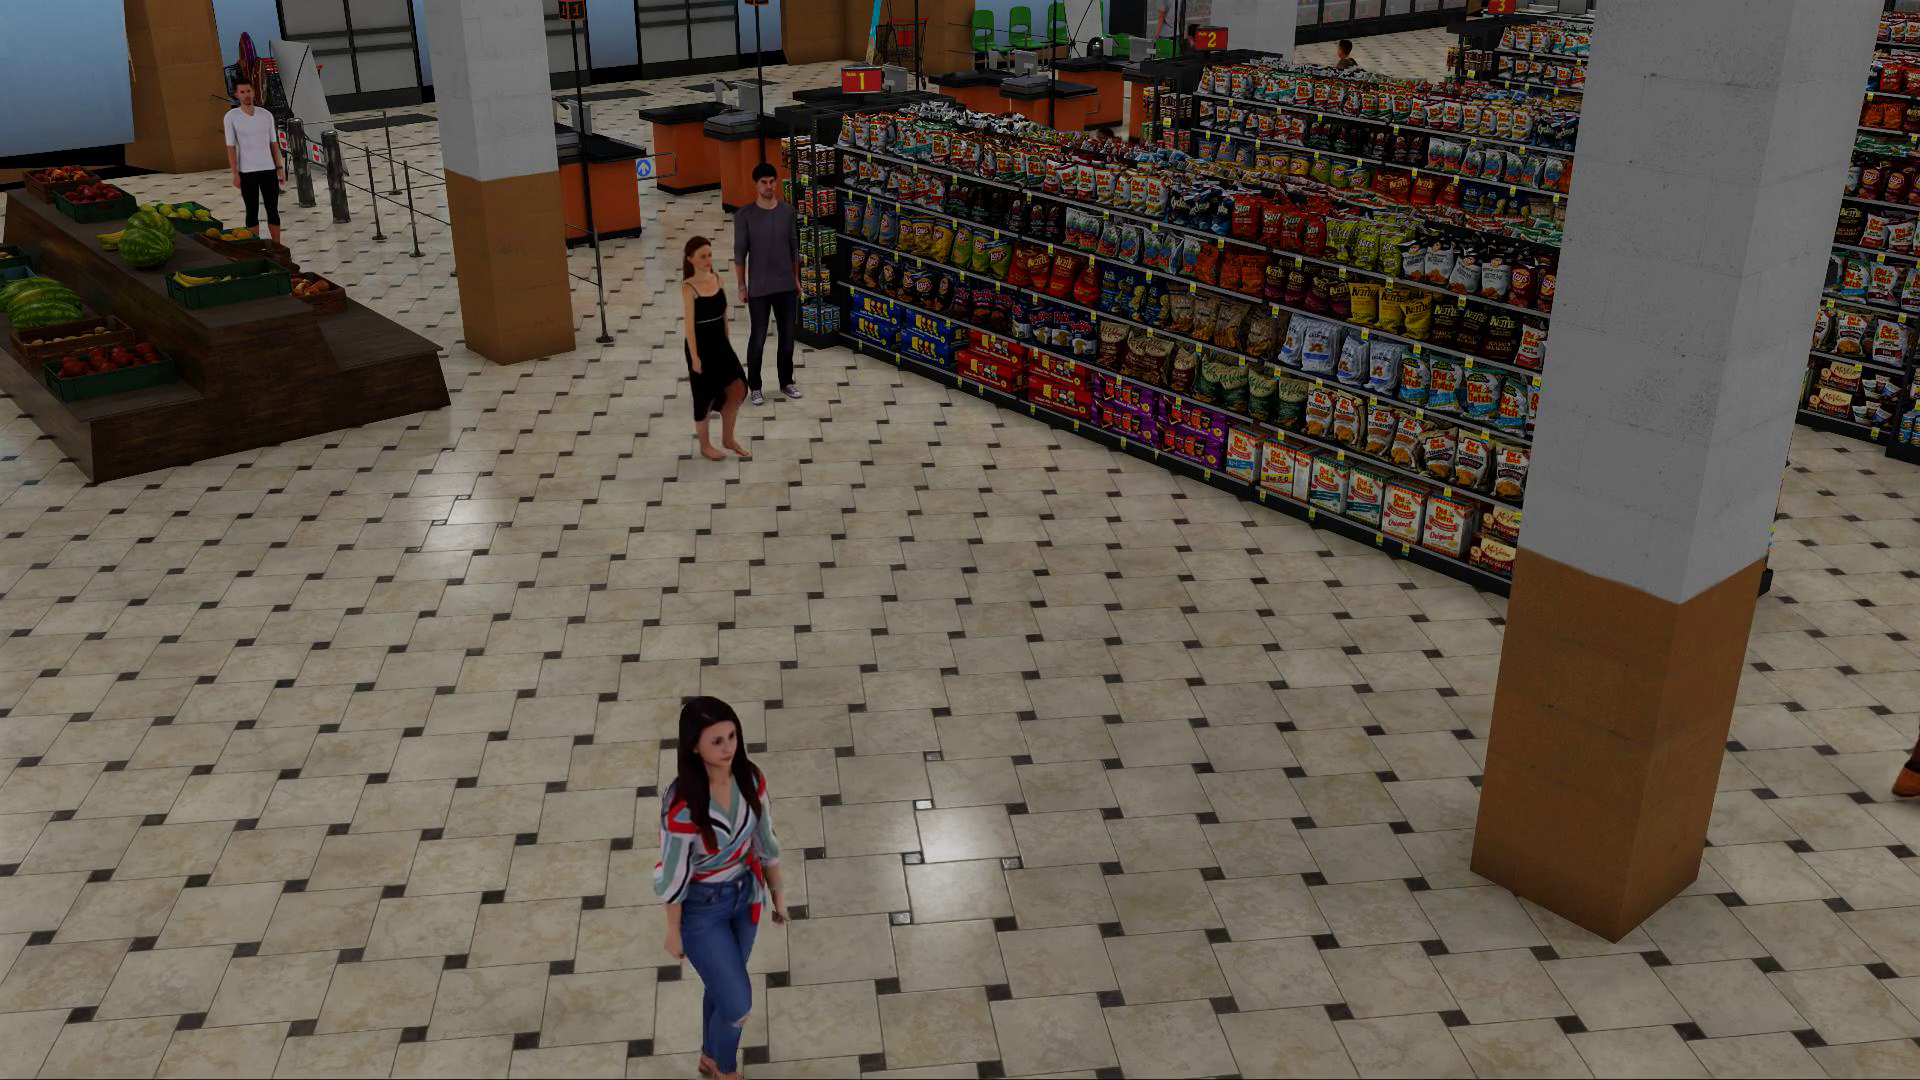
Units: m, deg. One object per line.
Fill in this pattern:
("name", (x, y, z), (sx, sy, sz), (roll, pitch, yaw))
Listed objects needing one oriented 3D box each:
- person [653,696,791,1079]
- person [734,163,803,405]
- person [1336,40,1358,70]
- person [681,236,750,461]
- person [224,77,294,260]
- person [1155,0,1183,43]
("person", (-0.897, 1.247, 5.818), (0.644, 1.604, 0.661), (19, 30, 36))
("person", (-1.474, -1.998, 12.924), (0.723, 1.852, 0.602), (-12, 27, -26))
("person", (5.255, -6.102, 22.802), (0.582, 1.453, 0.593), (20, 31, 38))
("person", (-1.837, -1.359, 11.759), (0.659, 1.615, 0.653), (18, 30, 36))
("person", (-7.198, -3.786, 17.012), (0.662, 1.851, 0.541), (-17, 29, -34))
("person", (3.492, -8.555, 27.864), (0.666, 1.888, 0.529), (-19, 30, -36))
